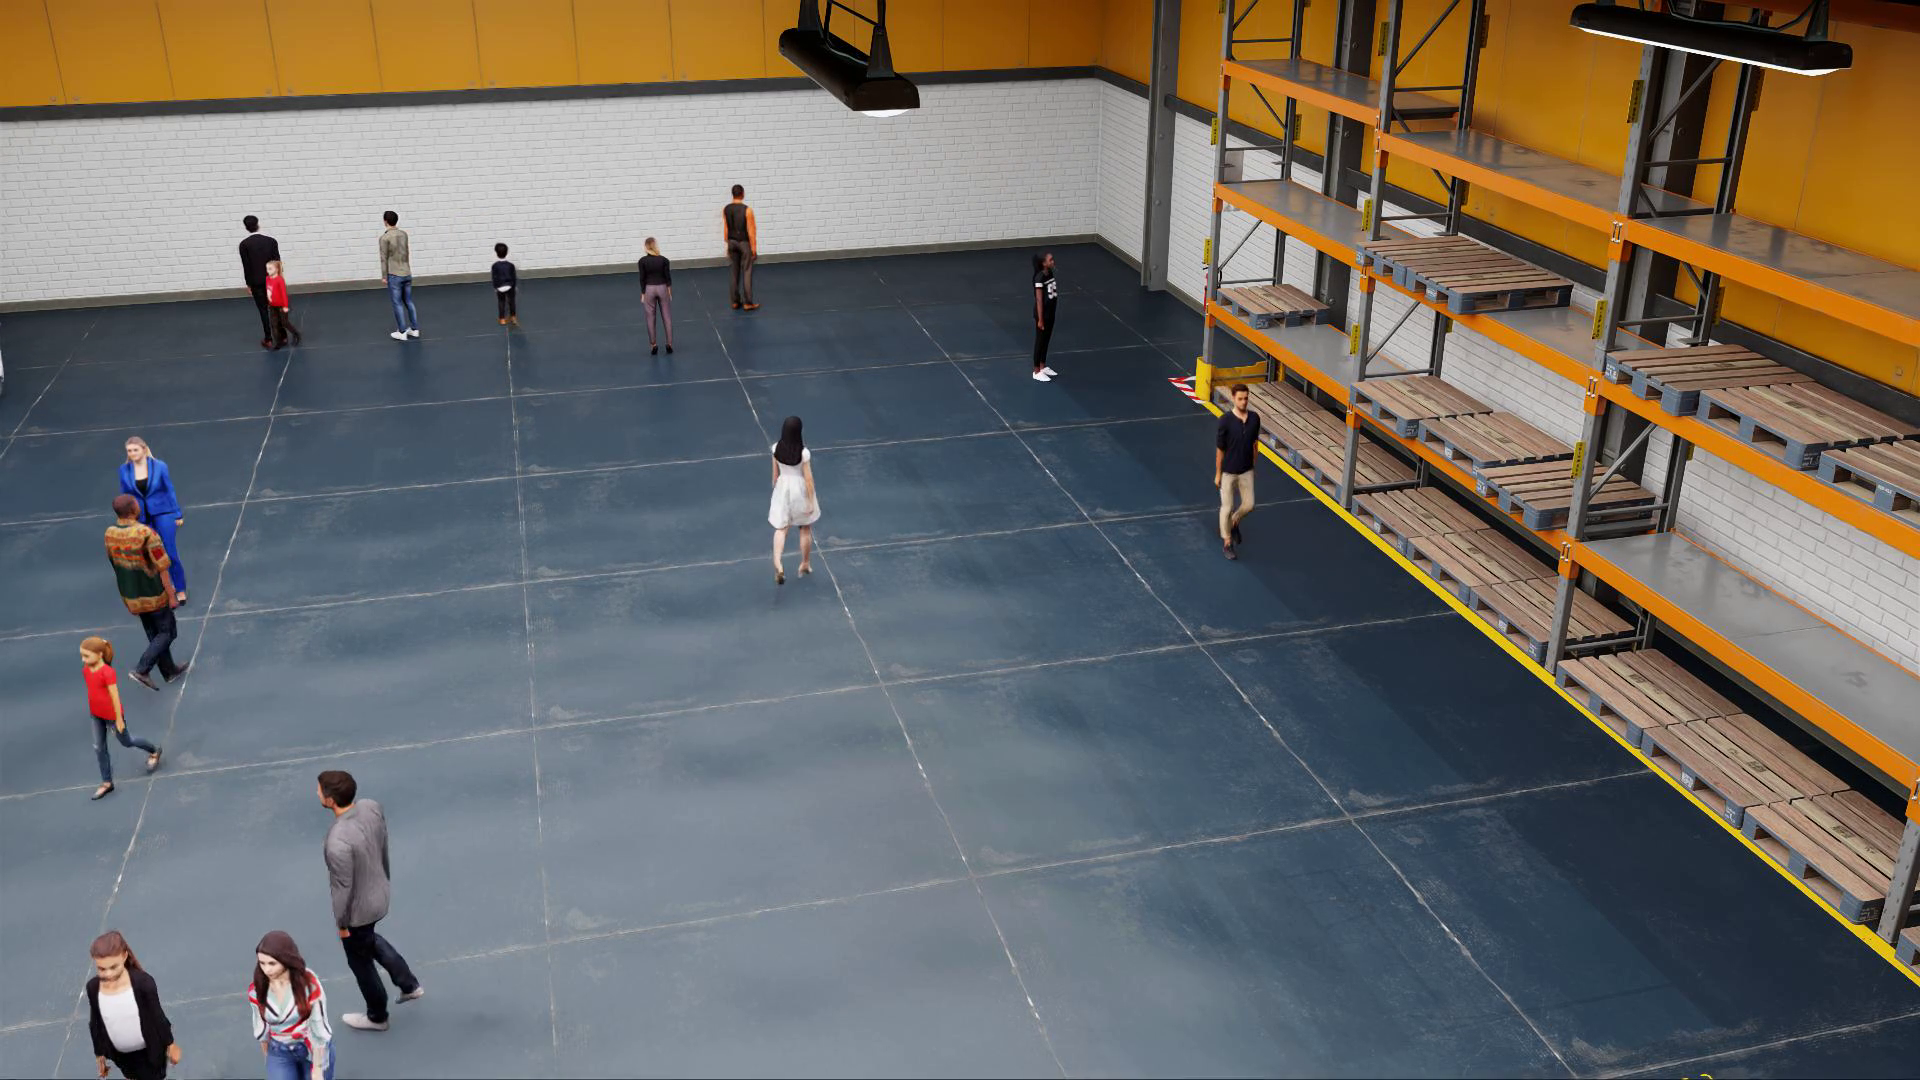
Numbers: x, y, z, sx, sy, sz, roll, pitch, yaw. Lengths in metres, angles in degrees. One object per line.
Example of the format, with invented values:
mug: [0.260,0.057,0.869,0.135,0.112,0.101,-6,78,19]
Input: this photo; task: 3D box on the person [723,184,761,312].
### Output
person: [-3.369,-4.482,25.467,0.797,1.906,0.828,10,25,21]

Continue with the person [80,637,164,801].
person: [-6.570,1.331,12.942,0.807,1.286,0.926,9,25,20]

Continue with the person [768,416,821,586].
person: [-1.658,-0.344,16.191,0.943,1.754,1.116,6,24,13]

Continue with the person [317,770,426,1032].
person: [-3.588,2.221,10.183,0.903,1.865,0.826,4,24,9]

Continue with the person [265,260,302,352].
person: [-9.669,-3.351,23.669,0.754,1.273,0.853,9,25,20]

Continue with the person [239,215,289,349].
person: [-9.918,-3.694,23.698,0.762,1.877,0.702,-17,29,-33]

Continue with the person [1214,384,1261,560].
person: [2.778,-0.727,16.955,0.662,1.843,0.721,-5,24,-11]

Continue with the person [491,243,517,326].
person: [-6.780,-3.825,24.818,0.539,1.222,0.552,-11,26,-23]

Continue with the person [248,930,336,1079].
person: [-3.633,2.790,9.217,0.607,1.597,0.641,-3,24,-7]

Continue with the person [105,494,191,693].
person: [-7.014,0.482,14.247,0.961,1.796,1.080,7,24,15]

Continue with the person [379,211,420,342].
person: [-8.103,-3.822,24.009,0.834,1.863,0.759,11,26,24]

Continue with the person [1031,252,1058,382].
person: [1.134,-3.022,22.352,0.783,1.725,0.709,10,26,22]

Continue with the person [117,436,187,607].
person: [-7.738,-0.228,16.015,0.662,1.682,0.768,-6,24,-12]

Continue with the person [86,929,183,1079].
person: [-4.571,2.782,9.305,0.641,1.540,0.665,-1,24,-2]

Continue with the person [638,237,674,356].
person: [-4.256,-3.416,23.323,0.590,1.670,0.524,-5,24,-12]
